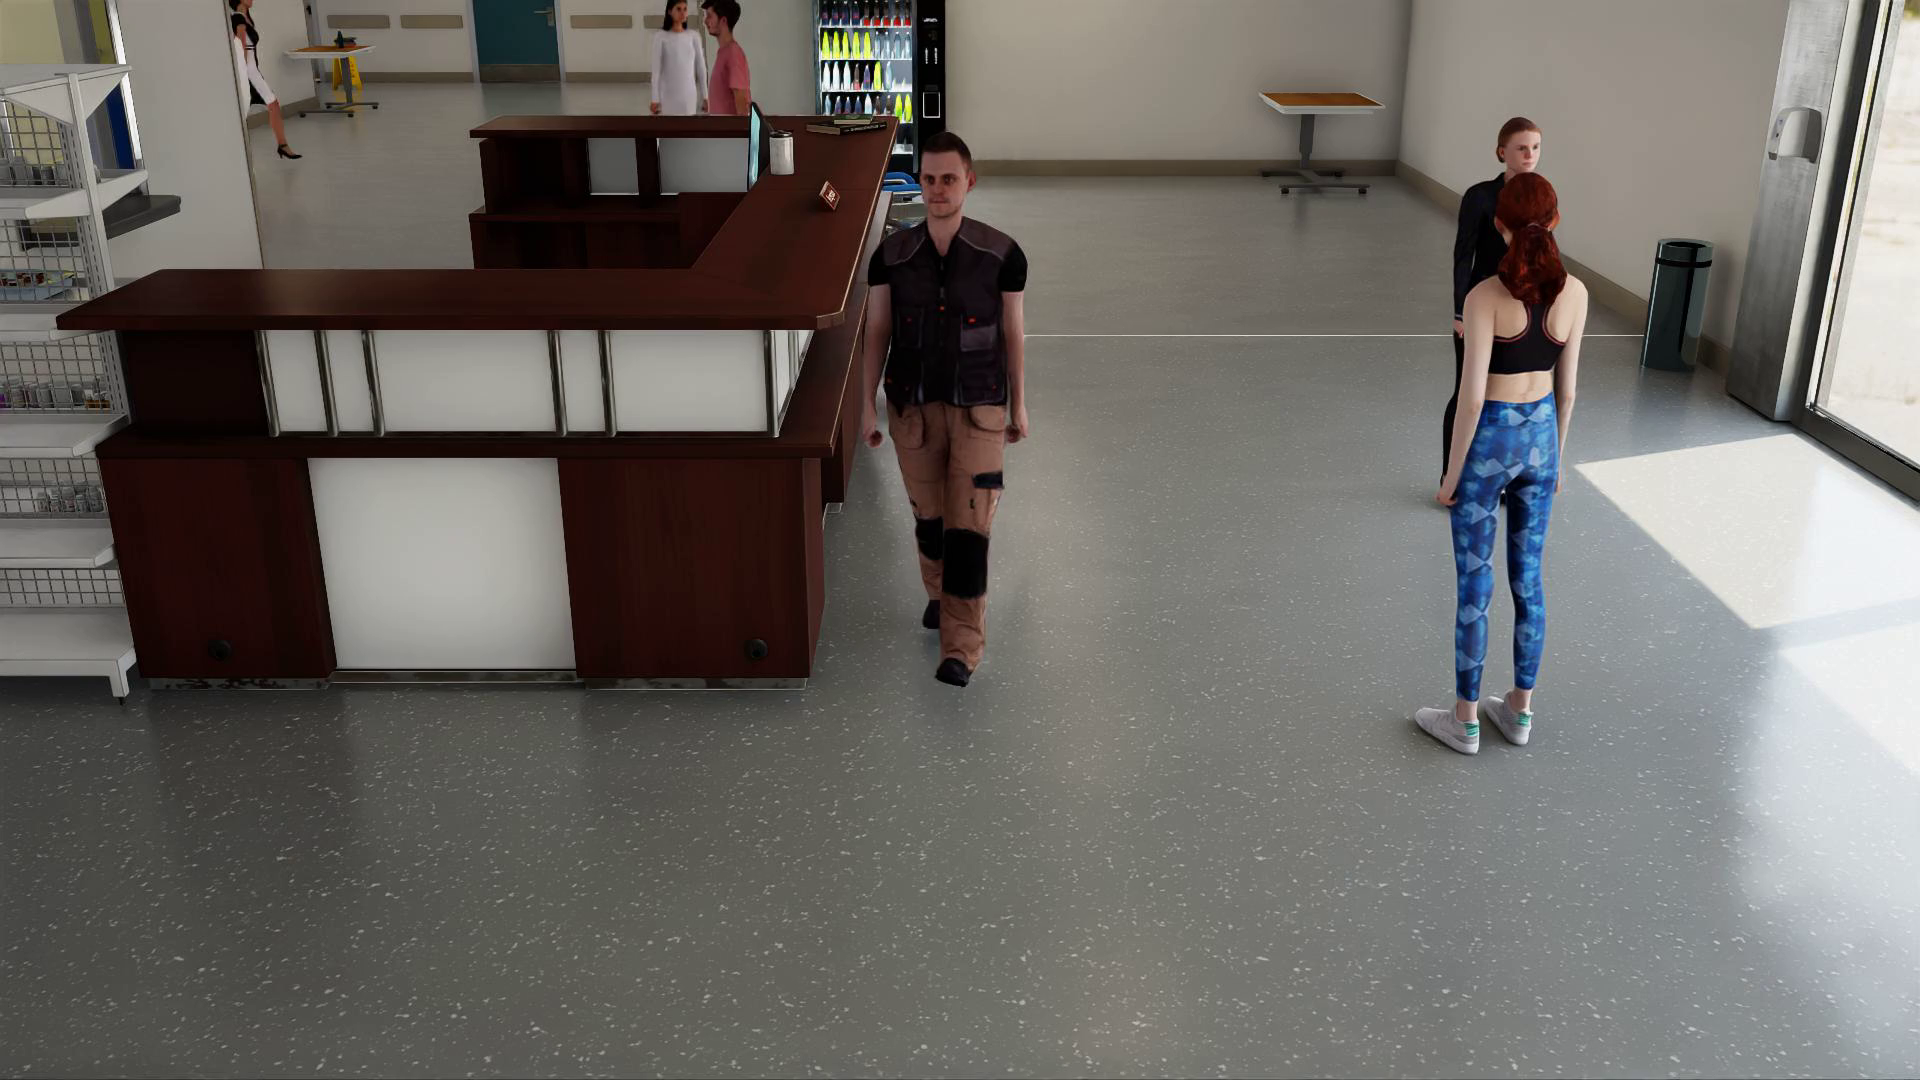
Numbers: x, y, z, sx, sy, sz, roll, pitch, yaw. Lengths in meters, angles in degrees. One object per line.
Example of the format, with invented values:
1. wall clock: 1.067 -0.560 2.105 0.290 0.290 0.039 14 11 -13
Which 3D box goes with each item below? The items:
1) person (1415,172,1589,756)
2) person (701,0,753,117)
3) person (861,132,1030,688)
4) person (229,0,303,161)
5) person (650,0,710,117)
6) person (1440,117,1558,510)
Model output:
1. person: 1.650 -0.208 5.040 0.585 1.787 0.684 -5 21 -13
2. person: -1.456 -2.719 11.506 1.287 1.903 0.899 -5 21 -14
3. person: -0.028 -0.453 5.688 1.177 1.786 0.918 4 21 11
4. person: -7.353 -4.696 16.946 1.199 1.748 0.998 -13 24 -31
5. person: -2.524 -3.883 14.751 0.974 1.781 0.987 -14 25 -32
6. person: 2.314 -0.965 7.183 0.580 1.684 0.733 -6 21 -15
